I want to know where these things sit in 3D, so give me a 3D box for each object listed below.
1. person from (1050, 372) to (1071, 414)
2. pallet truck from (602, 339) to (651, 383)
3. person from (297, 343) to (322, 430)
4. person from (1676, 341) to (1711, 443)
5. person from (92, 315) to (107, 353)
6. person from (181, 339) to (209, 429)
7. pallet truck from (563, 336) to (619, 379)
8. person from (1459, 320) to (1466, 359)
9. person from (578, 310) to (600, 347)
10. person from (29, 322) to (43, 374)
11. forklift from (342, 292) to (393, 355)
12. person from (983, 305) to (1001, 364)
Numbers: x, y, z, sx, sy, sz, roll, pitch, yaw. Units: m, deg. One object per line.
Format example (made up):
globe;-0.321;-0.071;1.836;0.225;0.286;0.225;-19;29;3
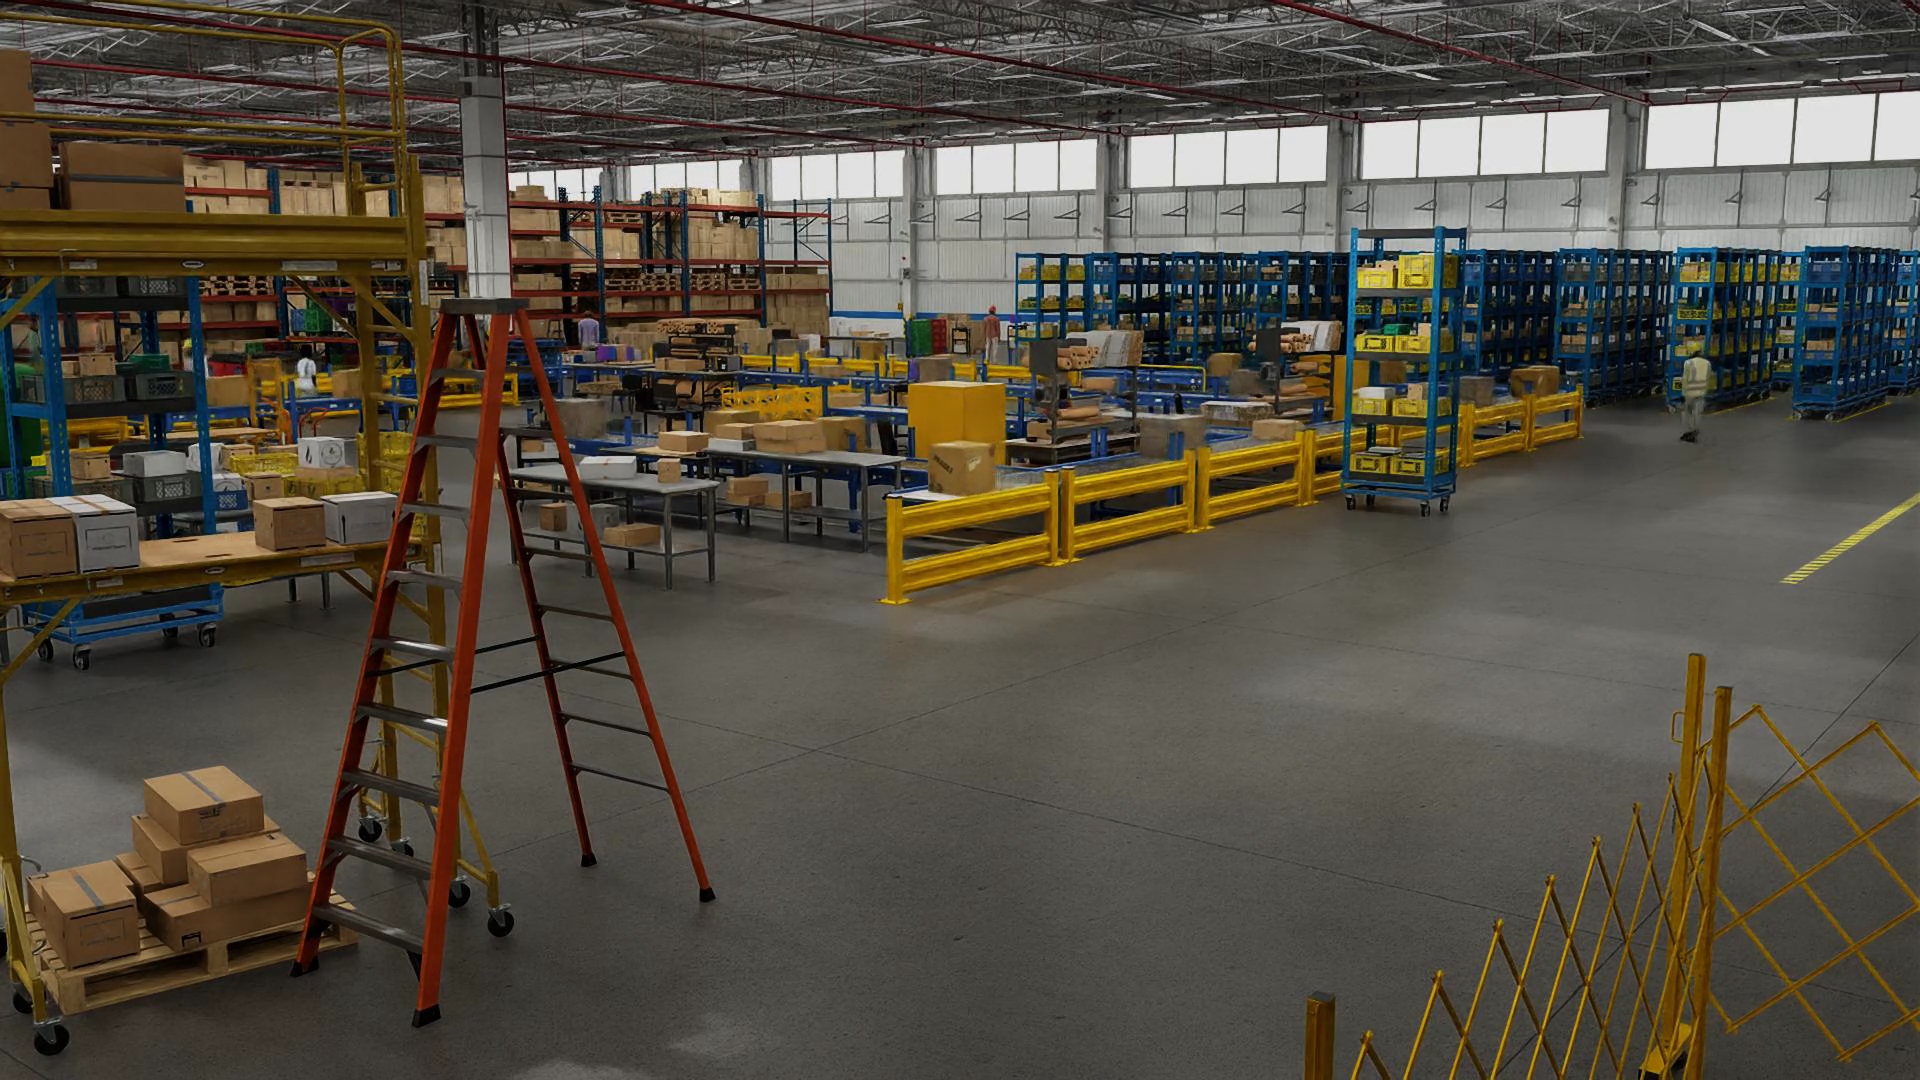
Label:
person;1.792;-2.673;30.304;0.888;1.726;0.524;0;9;3
pallet truck;-8.991;-4.871;45.351;0.653;1.274;1.630;7;11;37
person;-12.642;-2.961;32.200;0.548;1.686;0.449;8;12;41
person;13.143;-2.645;29.838;0.624;1.817;0.458;-3;10;-19
person;-29.039;-6.762;56.105;0.536;1.625;0.370;7;12;38
person;-14.568;-2.898;31.466;0.614;1.800;0.731;6;11;33
pallet truck;-10.690;-5.294;48.215;1.601;1.201;0.680;-5;10;-26
person;14.329;-5.510;47.786;0.636;1.808;0.755;3;10;18
person;-11.284;-6.030;50.647;0.624;1.932;0.370;-1;9;-7
person;-27.265;-5.611;48.992;0.536;1.611;0.529;-5;10;-27
forklift;-16.485;-5.622;45.120;1.129;2.768;1.873;7;11;37
person;1.054;-6.634;54.184;0.613;1.997;0.374;5;10;28
